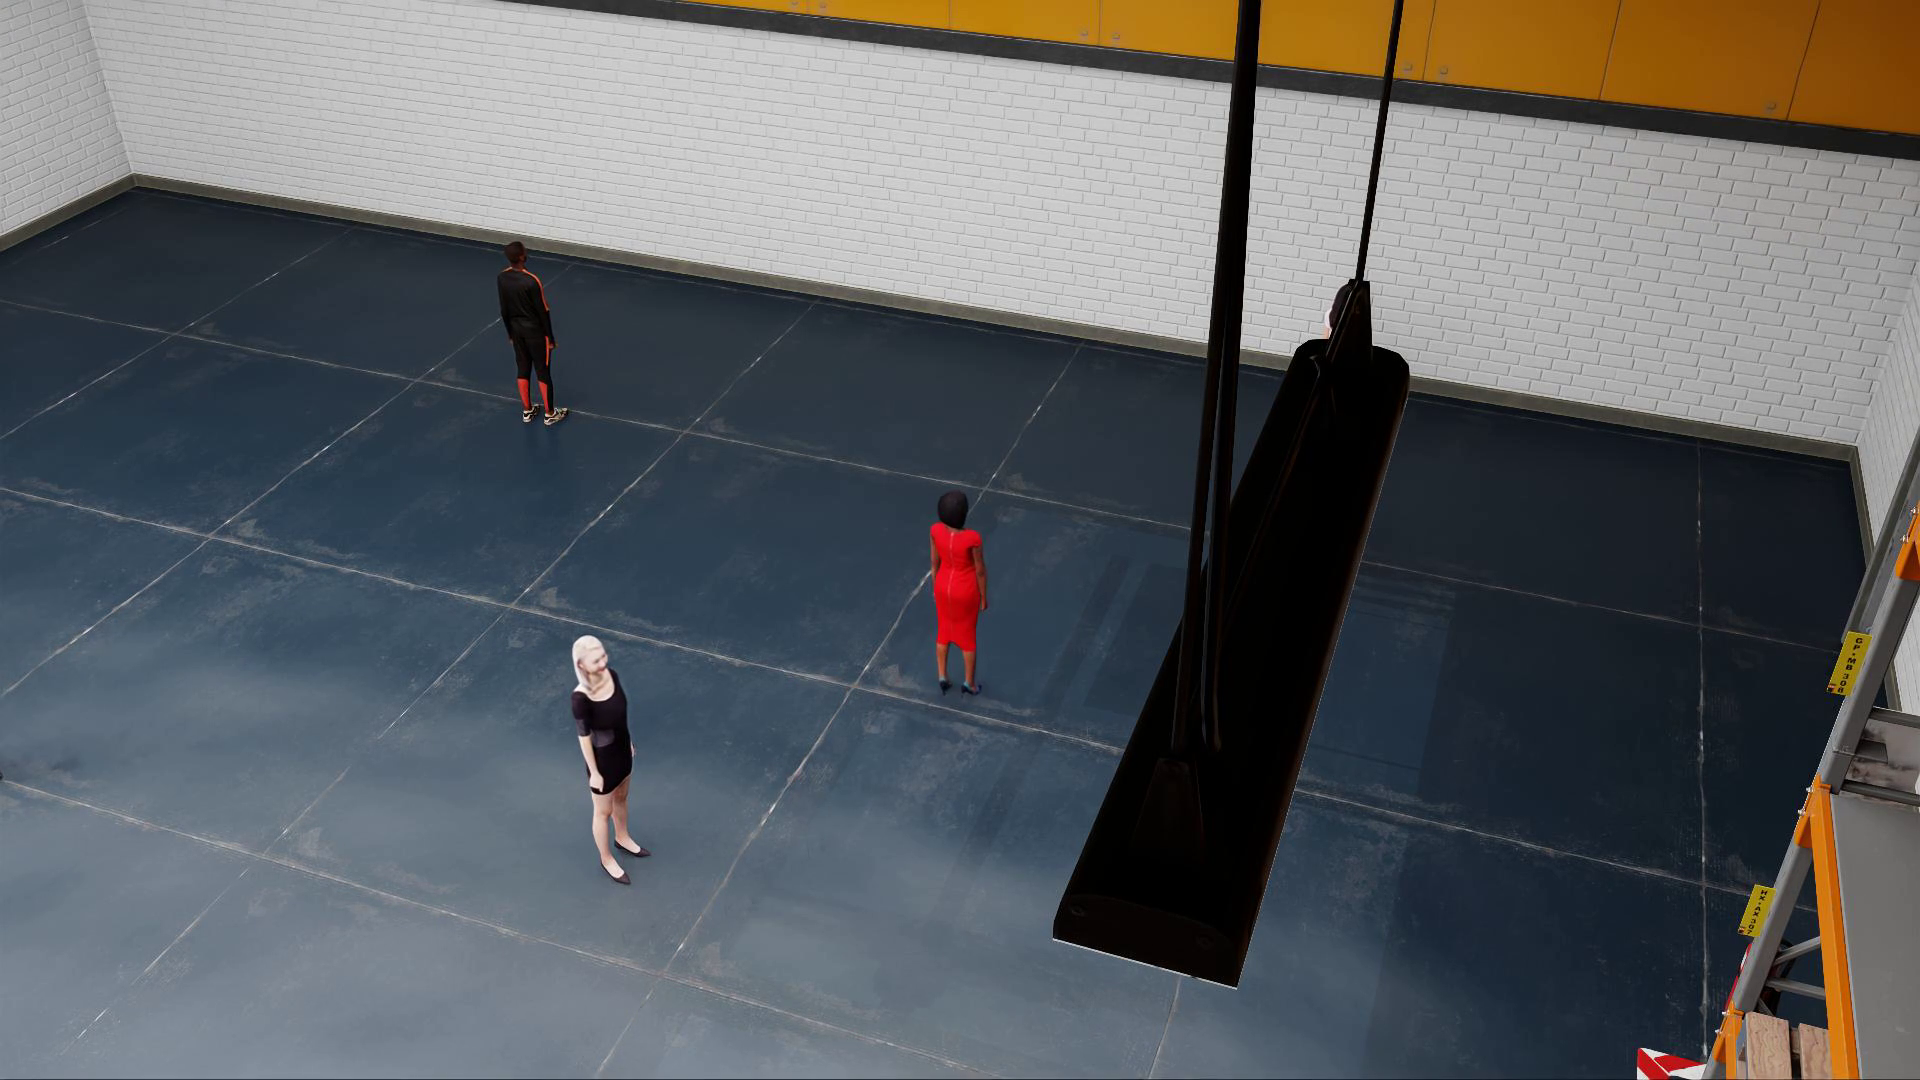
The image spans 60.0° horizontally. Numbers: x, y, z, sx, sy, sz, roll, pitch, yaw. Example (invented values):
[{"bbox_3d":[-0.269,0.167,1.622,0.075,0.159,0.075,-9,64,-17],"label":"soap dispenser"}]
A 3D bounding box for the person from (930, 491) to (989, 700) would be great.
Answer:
[{"bbox_3d":[-0.023,0.400,12.001,0.583,1.743,0.516,14,36,21],"label":"person"}]

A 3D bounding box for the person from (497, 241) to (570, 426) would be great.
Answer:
[{"bbox_3d":[-4.007,-1.929,15.445,0.630,1.808,0.521,10,35,15],"label":"person"}]

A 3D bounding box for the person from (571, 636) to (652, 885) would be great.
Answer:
[{"bbox_3d":[-2.226,1.364,10.472,0.637,1.830,0.434,12,36,18],"label":"person"}]
